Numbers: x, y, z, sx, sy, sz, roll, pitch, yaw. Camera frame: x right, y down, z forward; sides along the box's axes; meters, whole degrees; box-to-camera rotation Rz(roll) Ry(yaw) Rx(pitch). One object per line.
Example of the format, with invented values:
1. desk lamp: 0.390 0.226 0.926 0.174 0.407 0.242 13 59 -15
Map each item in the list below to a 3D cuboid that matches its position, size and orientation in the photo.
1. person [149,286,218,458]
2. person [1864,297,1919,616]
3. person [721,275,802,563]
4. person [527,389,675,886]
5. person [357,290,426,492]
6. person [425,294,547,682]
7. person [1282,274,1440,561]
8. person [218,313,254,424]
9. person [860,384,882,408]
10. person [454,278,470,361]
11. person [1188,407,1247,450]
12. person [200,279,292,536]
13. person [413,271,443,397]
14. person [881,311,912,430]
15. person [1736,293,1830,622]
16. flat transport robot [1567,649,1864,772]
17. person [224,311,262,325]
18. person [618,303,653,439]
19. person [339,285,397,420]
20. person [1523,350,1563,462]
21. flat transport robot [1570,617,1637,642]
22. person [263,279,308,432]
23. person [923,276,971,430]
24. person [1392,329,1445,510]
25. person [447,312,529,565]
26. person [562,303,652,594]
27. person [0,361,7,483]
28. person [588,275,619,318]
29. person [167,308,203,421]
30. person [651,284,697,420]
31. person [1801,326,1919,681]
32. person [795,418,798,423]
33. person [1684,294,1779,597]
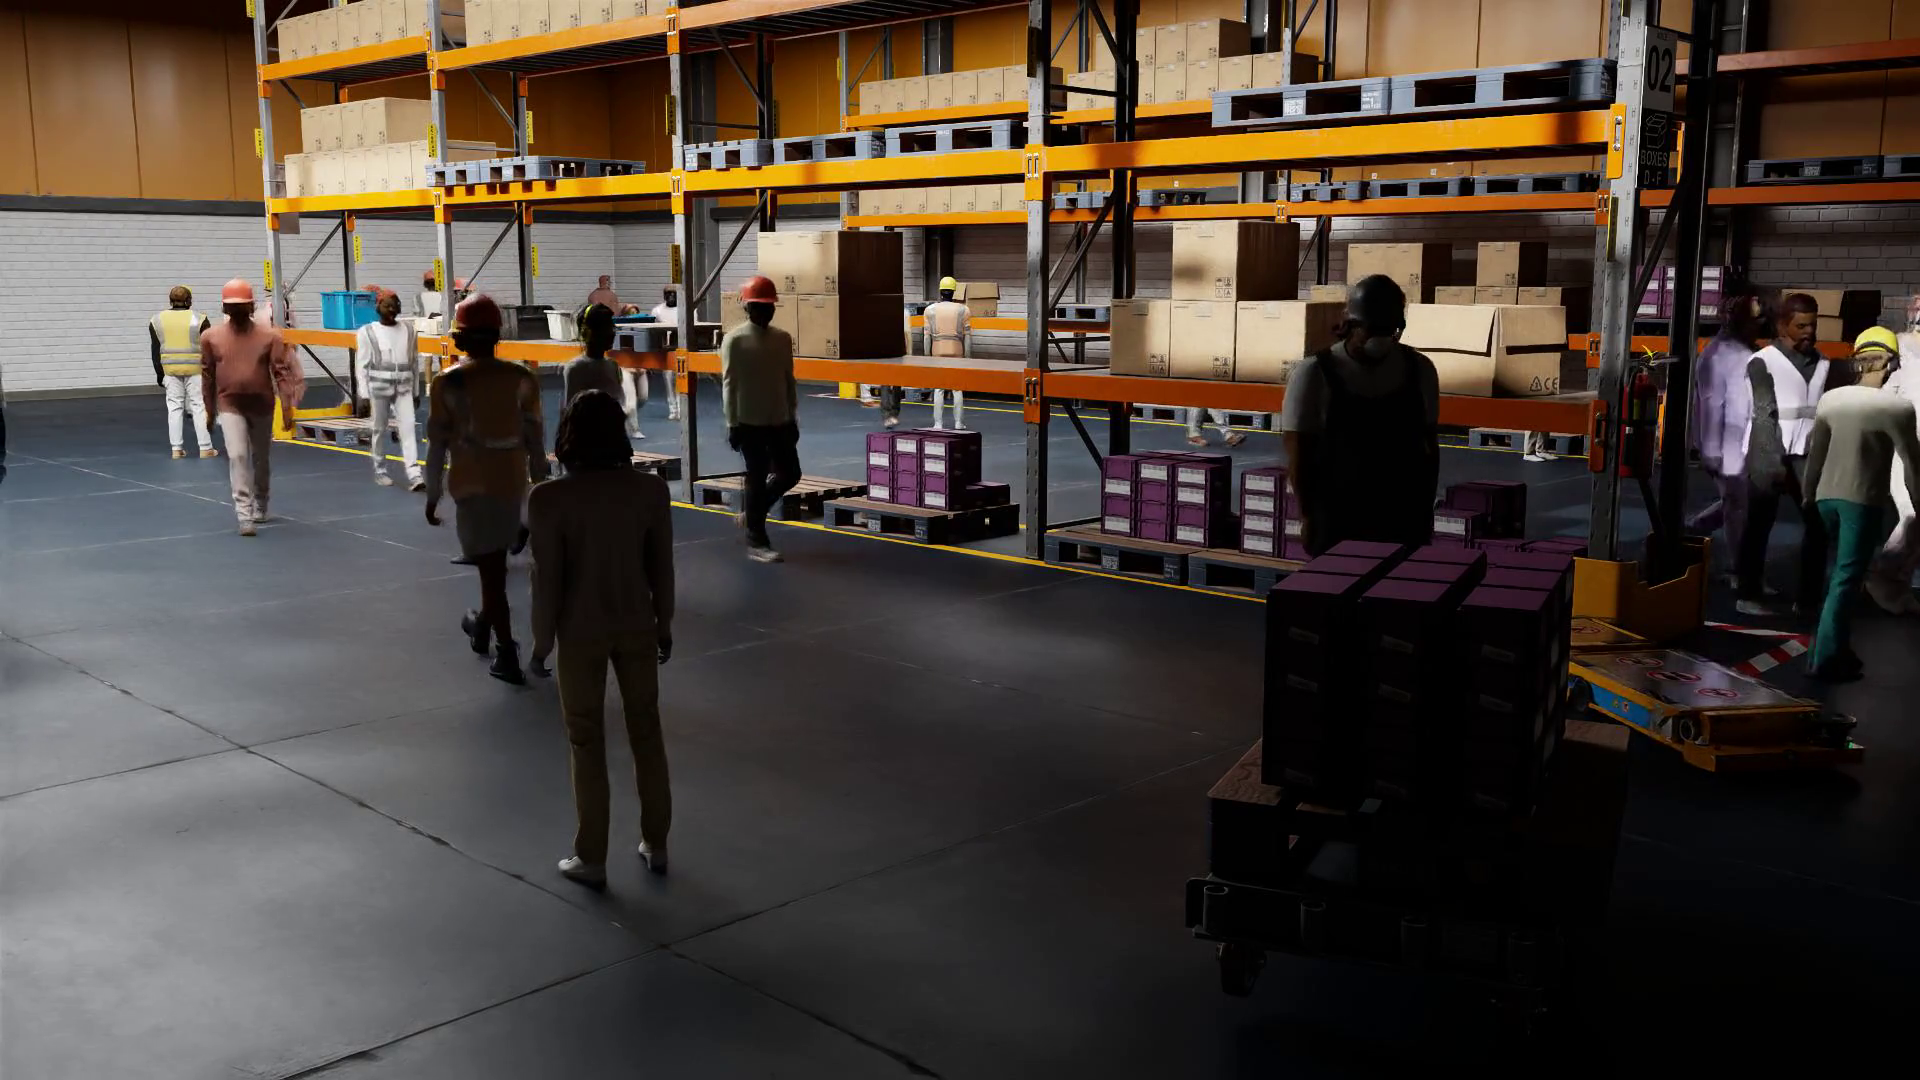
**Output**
1. person: -8.272 -1.786 17.777 0.636 1.840 0.429 -1 9 -7
2. person: 5.587 -0.483 9.664 0.646 1.889 0.445 -4 10 -25
3. person: -1.394 -0.837 11.529 0.492 1.979 0.643 8 12 41
4. person: -1.176 0.320 5.494 0.504 1.632 0.269 -6 11 -34
5. person: -5.205 -1.362 15.208 0.600 1.832 1.009 -7 12 -37
6. person: -2.418 -0.278 8.371 0.569 1.888 0.957 -7 11 -36
7. person: 1.751 -0.155 7.161 0.707 2.000 0.682 0 9 -1
8. person: -9.370 -2.301 21.712 0.747 1.583 0.520 -4 10 -24
9. person: -1.307 -2.884 24.204 0.352 1.937 0.635 0 9 -1
10. person: -6.103 -2.234 20.295 0.576 1.911 0.567 7 12 37
11. person: 2.909 -1.957 18.664 0.655 1.888 0.985 -7 12 -38
12. person: -5.527 -1.042 12.910 0.633 1.947 1.016 -4 10 -24
13. person: -8.366 -3.273 26.445 0.629 1.998 0.954 -2 9 -11
14. person: -0.878 -2.327 21.267 0.518 1.802 0.962 -1 9 -8
15. person: 4.738 -0.446 9.442 0.605 1.878 0.758 -4 10 -21
16. flat transport robot: 3.181 0.708 7.281 0.652 0.197 1.431 -1 9 -9
17. person: -10.049 -2.664 23.415 0.524 1.760 0.328 -1 9 -6
18. person: -3.955 -2.029 19.923 0.556 1.619 0.526 9 13 44
19. person: -7.523 -2.319 21.130 0.981 1.833 0.608 -4 10 -21
20. person: 6.146 -1.631 17.472 0.508 1.628 0.321 -9 13 -44
21. flat transport robot: 2.741 0.551 8.245 1.431 0.197 0.652 -2 9 -9
22. person: -8.388 -2.271 20.611 0.660 1.890 0.482 8 12 42
23. person: -0.159 -2.324 20.810 0.594 1.924 0.384 0 9 0
24. person: 3.255 -0.949 12.424 0.667 1.911 0.590 9 13 43
25. person: -3.253 -0.690 11.290 0.460 1.754 0.541 3 10 20
26. person: -2.190 -0.508 10.004 0.953 1.832 0.535 3 10 17
27. person: -5.944 -0.533 9.793 0.622 1.941 0.754 -6 11 -32
28. person: -6.661 -4.022 31.292 0.644 1.905 0.400 4 10 25
29. person: -10.468 -2.511 22.380 0.581 1.776 0.905 -8 12 -41
30. person: -3.825 -2.483 22.135 0.653 1.813 0.785 0 9 0
31. person: 4.451 -0.169 8.146 0.586 1.735 0.580 -3 10 -16
32. person: -2.312 -2.388 21.296 0.557 1.904 0.931 -9 13 -44
33. person: 4.870 -0.619 10.521 0.652 1.873 0.781 -7 12 -37
